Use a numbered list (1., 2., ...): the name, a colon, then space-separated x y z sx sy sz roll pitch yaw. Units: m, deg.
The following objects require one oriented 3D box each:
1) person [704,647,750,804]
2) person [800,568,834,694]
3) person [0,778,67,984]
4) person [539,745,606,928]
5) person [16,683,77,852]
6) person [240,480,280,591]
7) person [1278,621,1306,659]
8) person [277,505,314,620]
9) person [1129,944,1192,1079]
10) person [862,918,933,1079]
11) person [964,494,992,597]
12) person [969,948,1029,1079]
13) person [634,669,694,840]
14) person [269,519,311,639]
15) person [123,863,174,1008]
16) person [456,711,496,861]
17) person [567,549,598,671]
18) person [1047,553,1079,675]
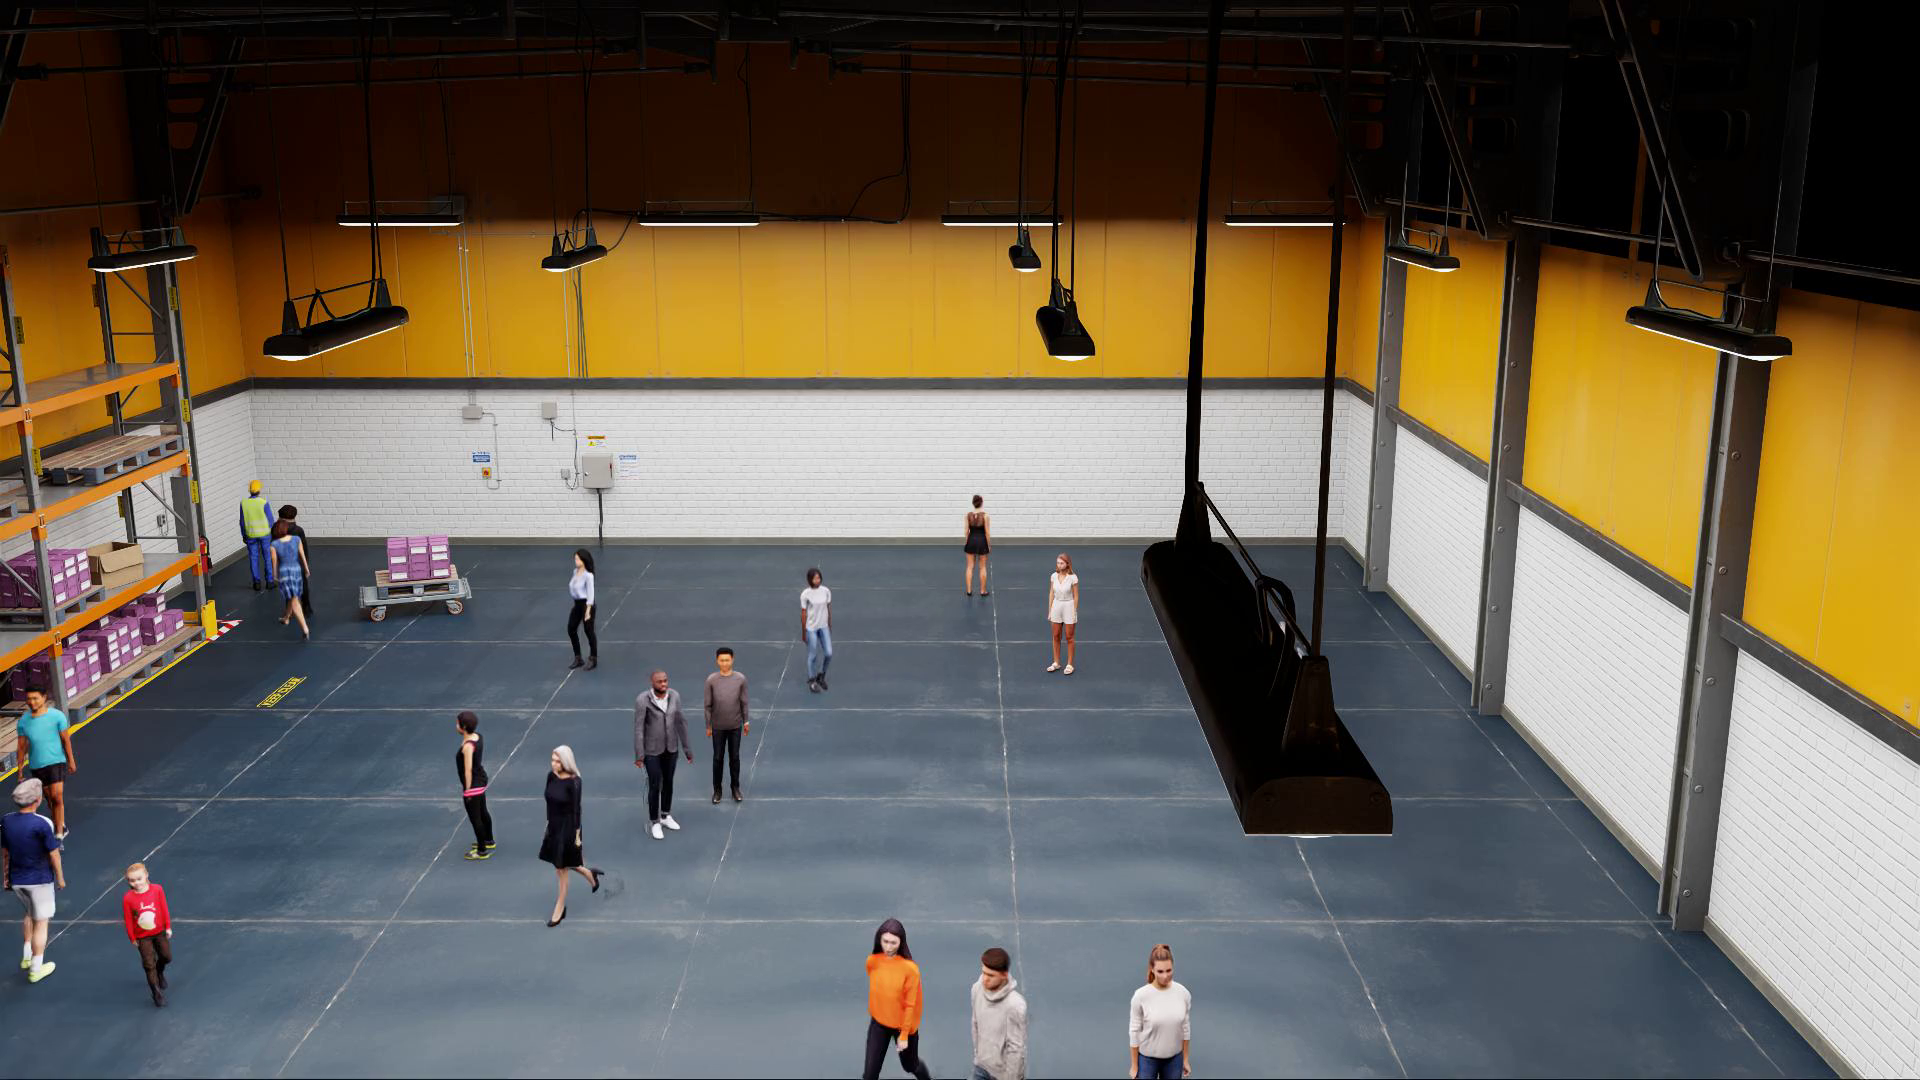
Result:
1. person: -2.593 2.041 18.526 0.592 1.768 0.676 0 14 -1
2. person: -1.947 1.189 22.172 0.733 1.709 0.780 -8 16 -29
3. person: -8.124 2.999 14.470 0.698 1.816 0.661 2 14 9
4. person: -3.681 2.746 15.692 0.905 1.733 1.023 10 17 34
5. person: -9.512 2.326 17.389 0.783 1.750 1.003 -3 14 -12
6. person: -11.494 -0.089 27.233 0.737 1.810 0.666 -4 14 -17
7. person: 3.726 1.831 19.290 0.782 1.818 0.759 4 14 17
8. person: -10.253 0.328 25.574 0.683 1.781 0.688 -4 14 -14
9. person: 1.407 3.691 11.814 0.650 1.720 0.592 -3 14 -11
10. person: -0.427 3.582 12.298 0.946 1.705 1.184 7 15 27
11. person: 0.272 0.078 26.827 0.636 1.676 0.631 3 14 13
12. person: 0.346 3.673 11.661 0.971 1.829 1.052 10 17 37
13. person: -3.218 2.219 17.699 0.891 1.812 0.923 -11 18 -39
14. person: -9.788 0.631 24.424 1.213 1.733 1.209 12 18 40
15. person: -6.949 3.341 14.216 0.683 1.271 0.747 -13 19 -43
16. person: -4.983 2.499 17.103 0.595 1.548 0.443 0 14 0
17. person: -5.139 0.957 23.074 0.791 1.736 0.848 13 19 43
18. person: 1.440 1.000 22.982 0.654 1.695 0.673 7 15 26
